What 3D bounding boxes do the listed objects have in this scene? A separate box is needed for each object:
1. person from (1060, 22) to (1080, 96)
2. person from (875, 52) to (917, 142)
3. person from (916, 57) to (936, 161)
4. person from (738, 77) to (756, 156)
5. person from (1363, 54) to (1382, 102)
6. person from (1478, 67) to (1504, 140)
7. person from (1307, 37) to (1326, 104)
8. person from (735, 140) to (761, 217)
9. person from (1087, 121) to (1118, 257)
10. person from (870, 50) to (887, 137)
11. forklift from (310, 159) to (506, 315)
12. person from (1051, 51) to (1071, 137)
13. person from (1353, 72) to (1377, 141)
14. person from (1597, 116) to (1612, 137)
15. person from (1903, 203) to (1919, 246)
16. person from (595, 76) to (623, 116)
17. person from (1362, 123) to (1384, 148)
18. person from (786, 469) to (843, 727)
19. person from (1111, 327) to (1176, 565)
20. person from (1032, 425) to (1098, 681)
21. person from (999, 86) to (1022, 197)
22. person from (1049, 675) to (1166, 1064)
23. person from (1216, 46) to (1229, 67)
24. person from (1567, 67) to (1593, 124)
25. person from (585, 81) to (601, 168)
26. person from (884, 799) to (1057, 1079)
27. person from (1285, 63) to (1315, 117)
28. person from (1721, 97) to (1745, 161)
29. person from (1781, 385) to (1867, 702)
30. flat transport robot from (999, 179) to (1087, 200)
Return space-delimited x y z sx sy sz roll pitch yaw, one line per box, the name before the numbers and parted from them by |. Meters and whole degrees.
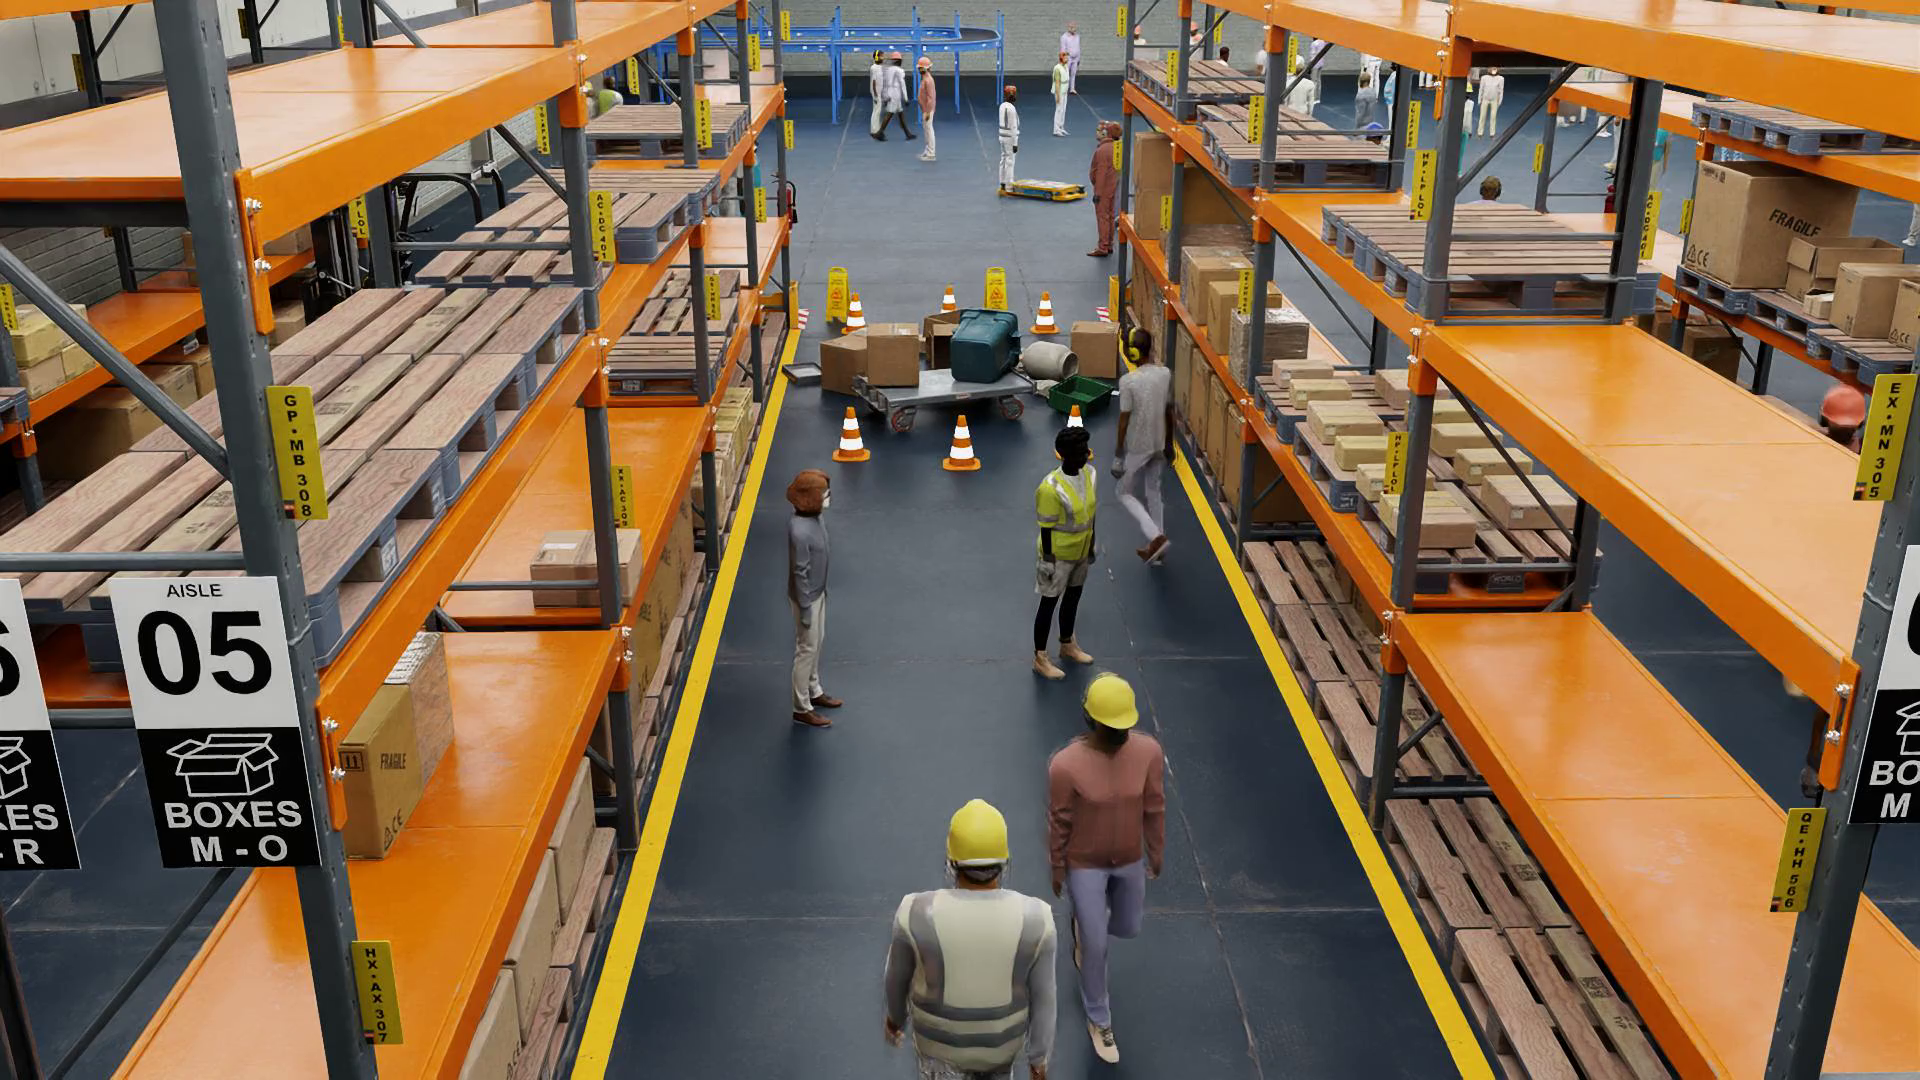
person | 2.988 -12.947 44.781 0.642 1.899 0.395 -16 26 -37
person | -1.417 -9.541 35.819 1.006 1.869 0.560 -10 23 -24
person | -0.677 -8.546 33.007 0.395 1.993 0.614 -3 21 -7
person | -4.265 -8.451 33.247 0.315 1.641 0.515 5 21 12
person | 10.720 -12.327 43.155 0.573 1.883 0.353 -14 25 -32
person | 11.498 -9.507 36.063 0.500 1.628 0.268 6 22 16
person | 9.120 -12.182 42.724 0.381 1.917 0.585 16 26 36
person | -2.908 -4.699 23.046 0.343 1.847 0.507 9 23 23
person | 2.051 -5.036 23.846 0.409 1.913 0.647 9 22 22
person | -1.804 -9.791 36.494 0.328 1.861 0.500 3 21 9
forklift | -5.622 -2.910 17.832 2.313 2.155 1.214 -1 21 -1
person | 2.214 -9.797 36.545 0.405 1.832 0.571 8 22 19
person | 7.437 -7.632 30.671 0.351 1.936 0.634 15 25 34
person | 14.276 -9.710 36.590 0.311 1.633 0.517 13 24 30
person | 14.340 -5.226 24.594 0.484 1.737 0.322 2 21 6
person | -6.509 -7.726 31.093 0.631 1.817 0.461 10 23 25
person | 5.817 -4.897 23.459 0.436 1.935 0.622 4 21 12
person | -0.896 0.340 10.037 0.287 1.626 0.508 2 21 6
person | 1.395 -0.670 12.393 0.628 1.846 0.490 -14 25 -33
person | 0.682 0.069 10.665 0.322 1.690 0.532 17 27 38
person | 0.860 -6.903 28.821 0.355 1.883 0.575 -7 22 -19
person | 0.608 1.340 7.223 0.531 1.747 0.661 -7 22 -17
person | 5.738 -9.932 36.795 0.402 1.910 0.598 -6 22 -16
person | 14.440 -10.506 38.703 0.498 1.628 0.285 -3 21 -7
person | -6.900 -7.670 31.040 0.320 1.742 0.492 8 22 20
person | 0.040 1.782 6.008 0.602 1.794 0.941 -2 21 -6
person | 6.543 -8.259 32.326 0.627 1.941 0.371 3 21 8
person | 15.294 -8.379 32.672 0.392 1.919 0.591 -15 25 -35
person | 5.449 -0.057 10.561 0.611 2.011 0.913 4 21 10
flat transport robot | 1.441 -6.107 28.958 1.431 0.197 0.652 14 25 33
